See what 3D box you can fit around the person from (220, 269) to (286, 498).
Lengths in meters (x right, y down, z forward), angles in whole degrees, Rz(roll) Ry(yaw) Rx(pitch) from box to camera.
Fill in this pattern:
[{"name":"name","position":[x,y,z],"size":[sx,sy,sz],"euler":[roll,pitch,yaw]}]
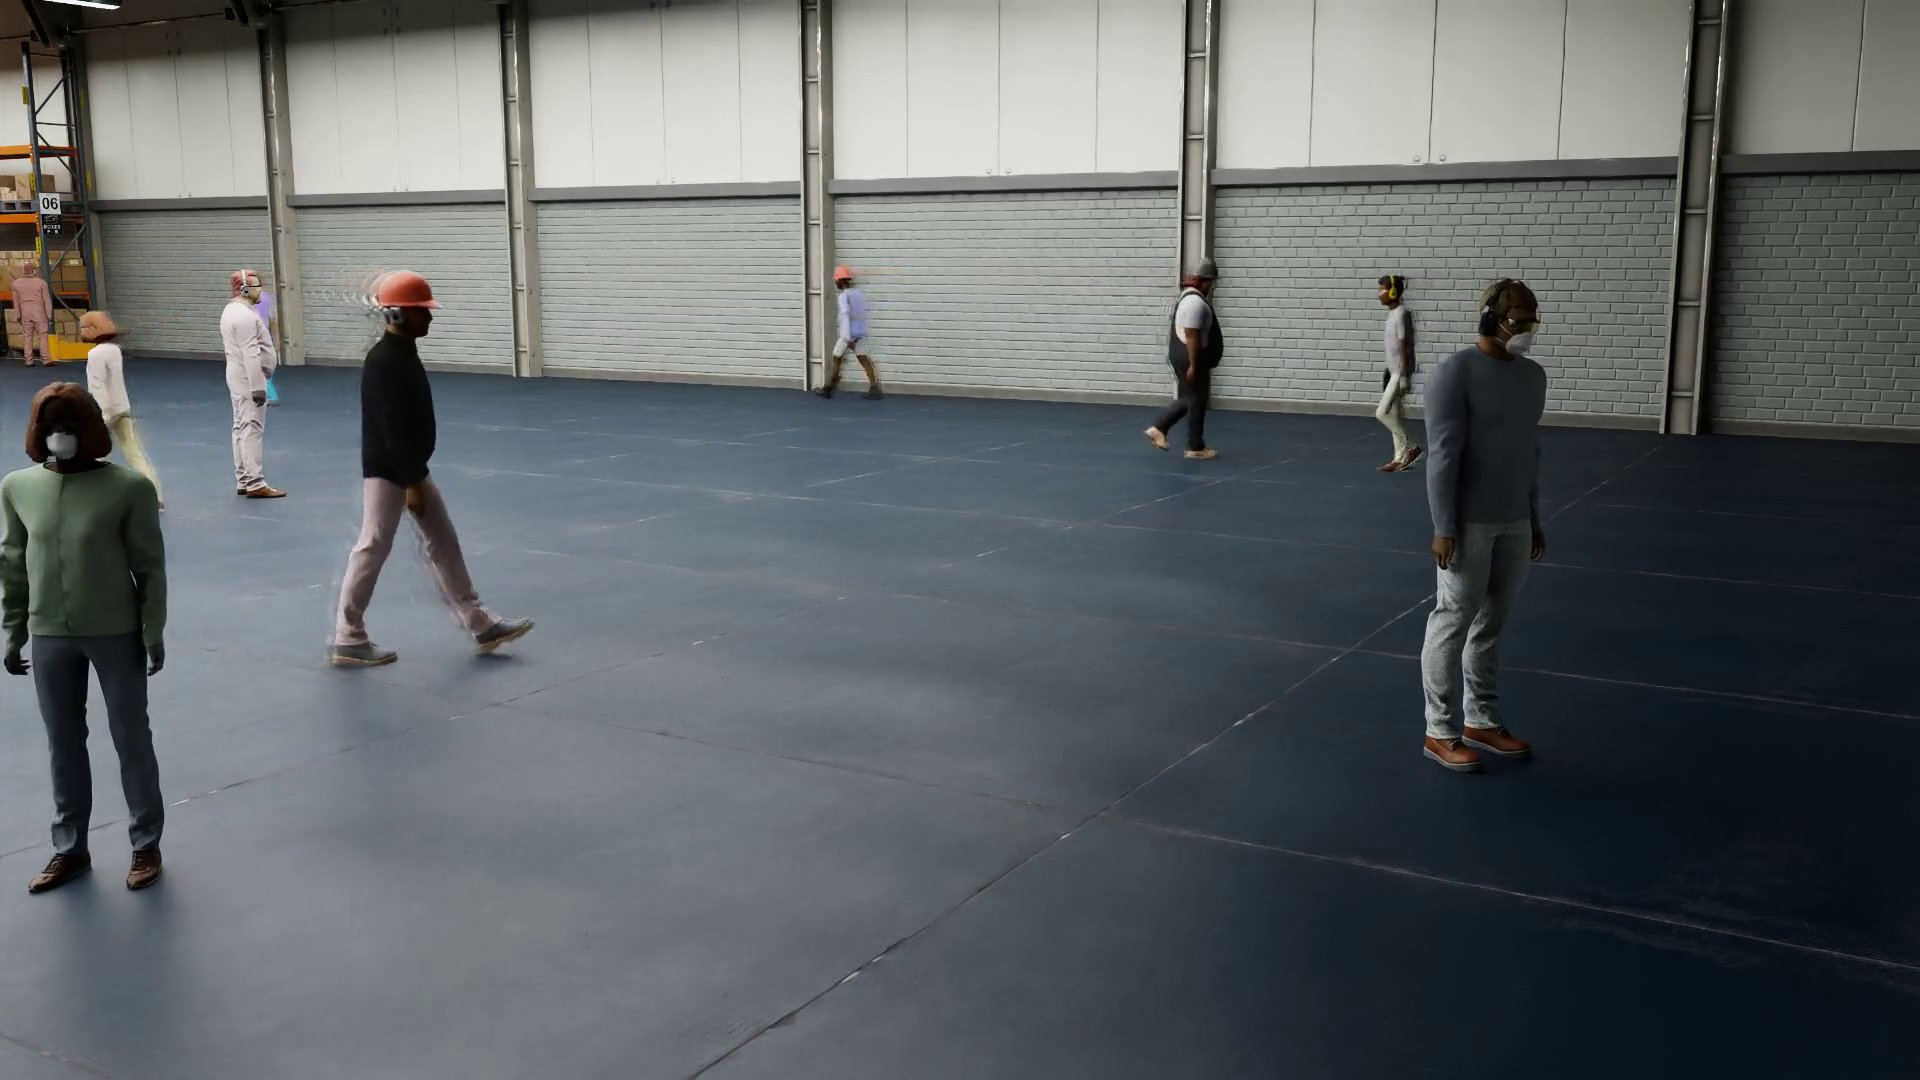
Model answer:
[{"name":"person","position":[-5.947,-1.307,13.980],"size":[0.403,1.911,0.637],"euler":[-6,12,-33]}]

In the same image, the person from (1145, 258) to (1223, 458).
[{"name":"person","position":[2.283,-1.827,16.637],"size":[0.692,2.000,0.708],"euler":[-1,10,-3]}]

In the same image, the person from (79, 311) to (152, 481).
[{"name":"person","position":[-6.728,-0.984,12.995],"size":[0.849,1.583,0.527],"euler":[0,10,-3]}]

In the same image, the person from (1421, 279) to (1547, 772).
[{"name":"person","position":[2.098,-0.062,6.619],"size":[0.627,1.935,0.371],"euler":[-6,12,-33]}]

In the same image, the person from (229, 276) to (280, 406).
[{"name":"person","position":[-9.604,-2.706,22.510],"size":[0.936,1.794,0.578],"euler":[3,10,15]}]

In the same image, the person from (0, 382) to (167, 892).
[{"name":"person","position":[-2.791,0.311,5.309],"size":[0.507,1.633,0.280],"euler":[-1,10,-4]}]

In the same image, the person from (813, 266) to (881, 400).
[{"name":"person","position":[-1.576,-2.902,23.432],"size":[1.041,1.878,0.541],"euler":[5,11,28]}]

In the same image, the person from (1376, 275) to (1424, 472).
[{"name":"person","position":[4.059,-1.532,15.486],"size":[0.407,1.844,0.588],"euler":[1,10,6]}]

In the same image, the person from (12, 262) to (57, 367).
[{"name":"person","position":[-16.903,-4.108,30.381],"size":[0.646,1.907,0.401],"euler":[-1,10,-4]}]

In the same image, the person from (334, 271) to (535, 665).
[{"name":"person","position":[-2.666,-0.338,8.202],"size":[1.006,1.939,0.657],"euler":[-1,10,-3]}]
